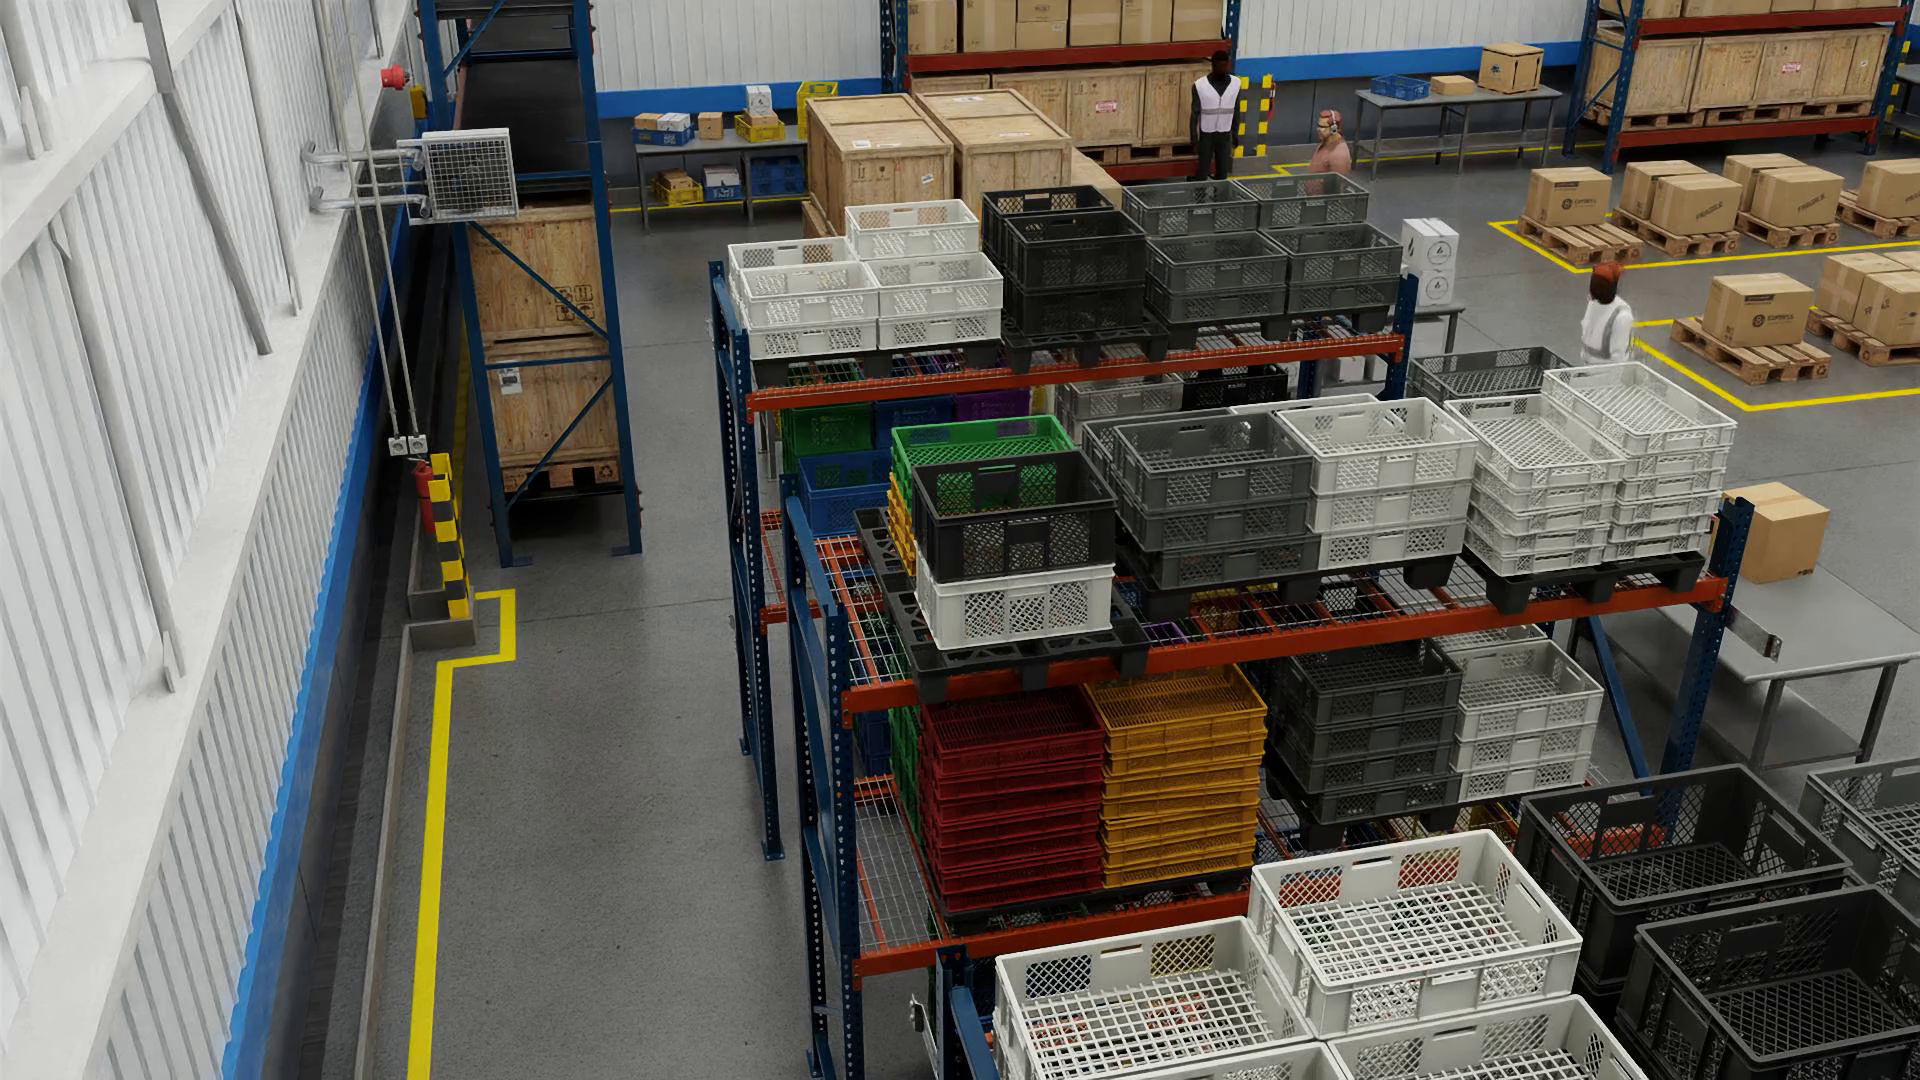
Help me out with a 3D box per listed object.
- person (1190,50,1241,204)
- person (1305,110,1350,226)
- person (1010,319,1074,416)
[{"bbox_3d":[2.926,-4.686,19.168,0.604,1.906,0.405,-6,28,-11],"label":"person"},{"bbox_3d":[3.633,-3.345,16.637,0.400,1.900,0.648,1,28,1],"label":"person"},{"bbox_3d":[0.615,-1.336,12.874,0.538,1.856,0.361,0,28,1],"label":"person"}]
